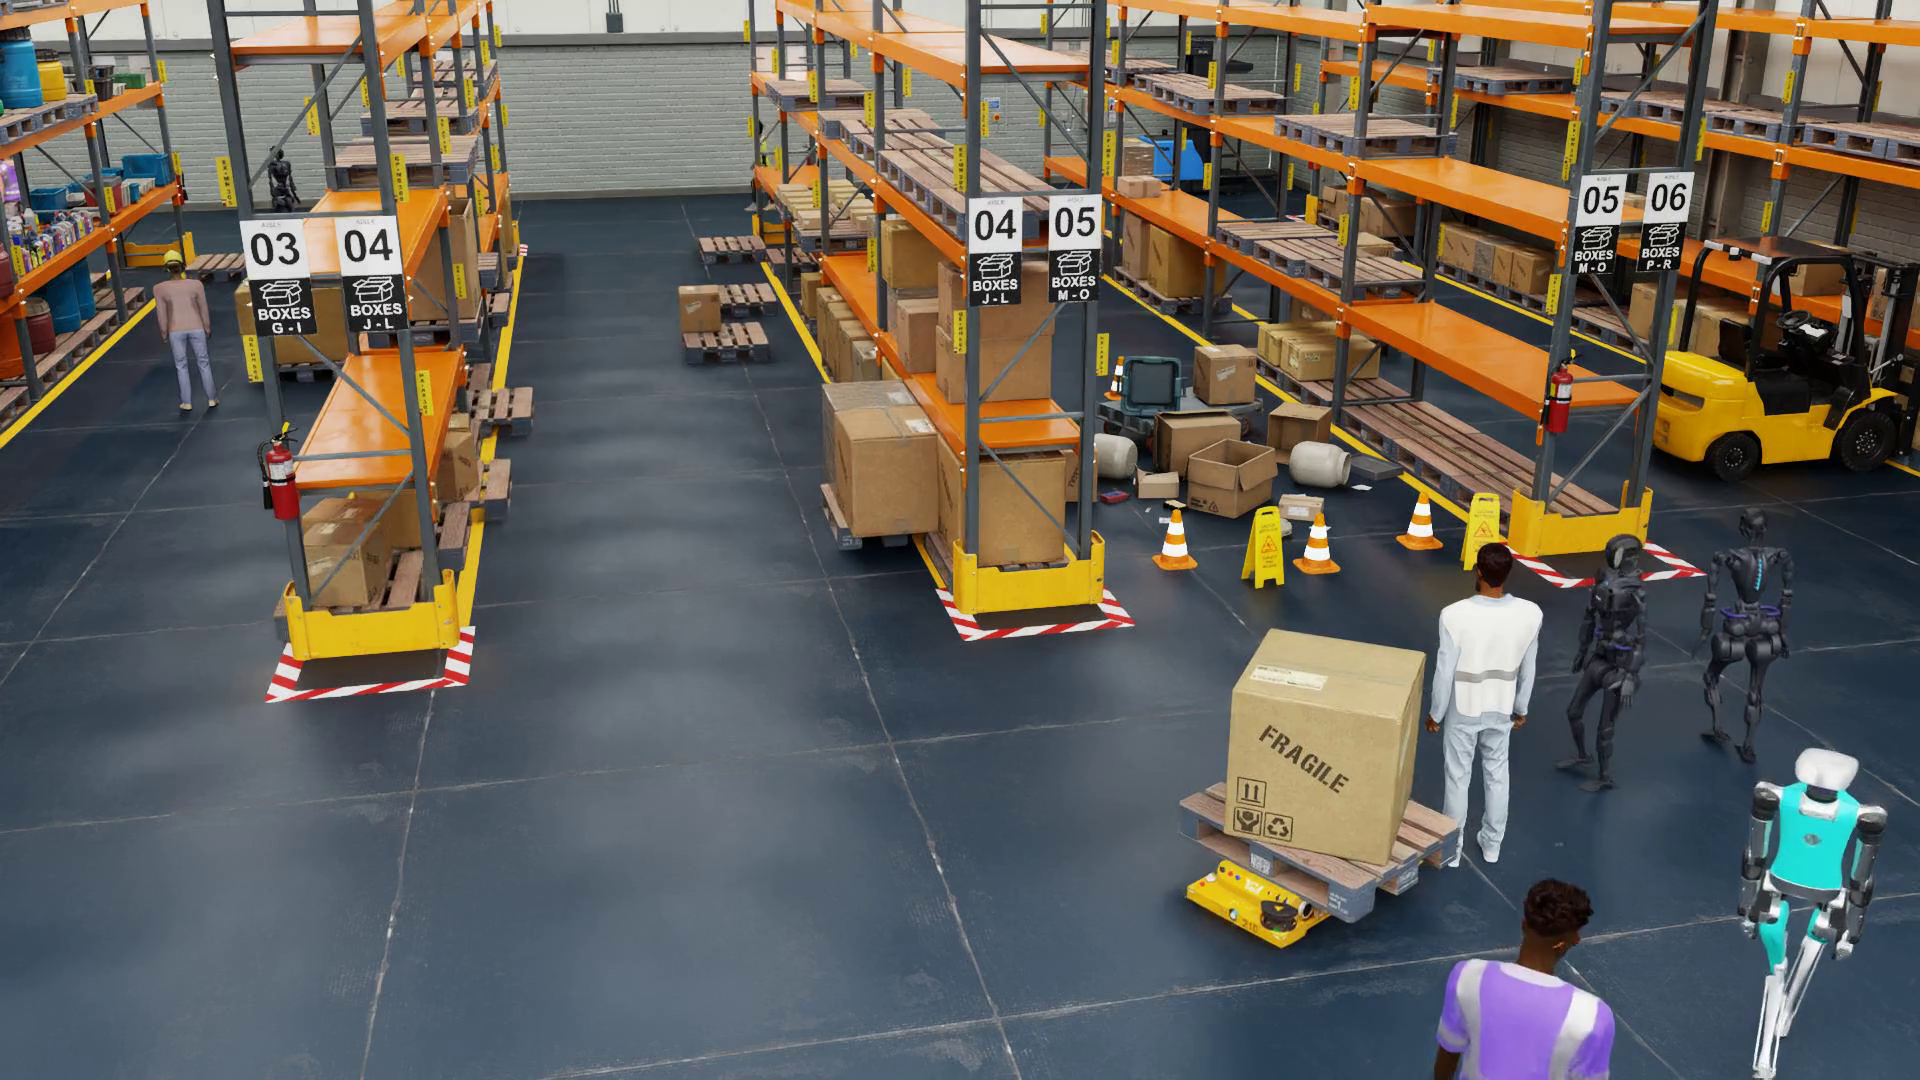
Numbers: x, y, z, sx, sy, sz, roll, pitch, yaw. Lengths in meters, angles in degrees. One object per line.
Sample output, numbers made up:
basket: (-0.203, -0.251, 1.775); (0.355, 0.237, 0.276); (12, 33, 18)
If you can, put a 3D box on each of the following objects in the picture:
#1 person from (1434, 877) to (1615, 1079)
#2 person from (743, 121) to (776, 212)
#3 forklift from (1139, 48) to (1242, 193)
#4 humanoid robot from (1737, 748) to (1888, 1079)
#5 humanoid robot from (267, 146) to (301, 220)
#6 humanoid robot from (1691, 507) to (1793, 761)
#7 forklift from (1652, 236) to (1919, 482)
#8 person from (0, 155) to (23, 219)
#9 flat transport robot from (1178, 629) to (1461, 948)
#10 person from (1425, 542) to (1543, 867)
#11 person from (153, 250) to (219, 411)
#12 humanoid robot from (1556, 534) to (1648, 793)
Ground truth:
person: (2.023, 2.123, 6.085); (0.618, 1.938, 0.438); (12, 24, 30)
person: (-3.768, -6.909, 30.782); (0.731, 1.674, 0.537); (-3, 21, -9)
forklift: (4.566, -8.313, 32.860); (1.873, 2.768, 1.129); (-4, 21, -12)
humanoid robot: (3.864, 1.652, 7.635); (0.530, 1.708, 1.011); (12, 23, 28)
humanoid robot: (-11.315, -5.739, 27.674); (0.660, 1.634, 0.609); (7, 21, 18)
humanoid robot: (5.009, 0.590, 10.590); (0.591, 1.641, 0.400); (0, 20, 1)
forklift: (8.013, -1.814, 16.330); (2.313, 2.155, 1.214); (-4, 21, -12)
person: (-15.306, -5.487, 26.939); (0.348, 1.689, 0.489); (11, 23, 27)
flat transport robot: (1.979, 1.809, 9.333); (1.431, 0.231, 0.659); (-17, 26, -39)
person: (2.916, 0.936, 9.315); (0.591, 1.917, 0.376); (-3, 21, -7)
person: (-8.490, -2.291, 18.234); (0.522, 1.760, 0.322); (-11, 23, -28)
humanoid robot: (3.975, 0.748, 10.168); (0.309, 1.653, 0.610); (-4, 21, -12)
